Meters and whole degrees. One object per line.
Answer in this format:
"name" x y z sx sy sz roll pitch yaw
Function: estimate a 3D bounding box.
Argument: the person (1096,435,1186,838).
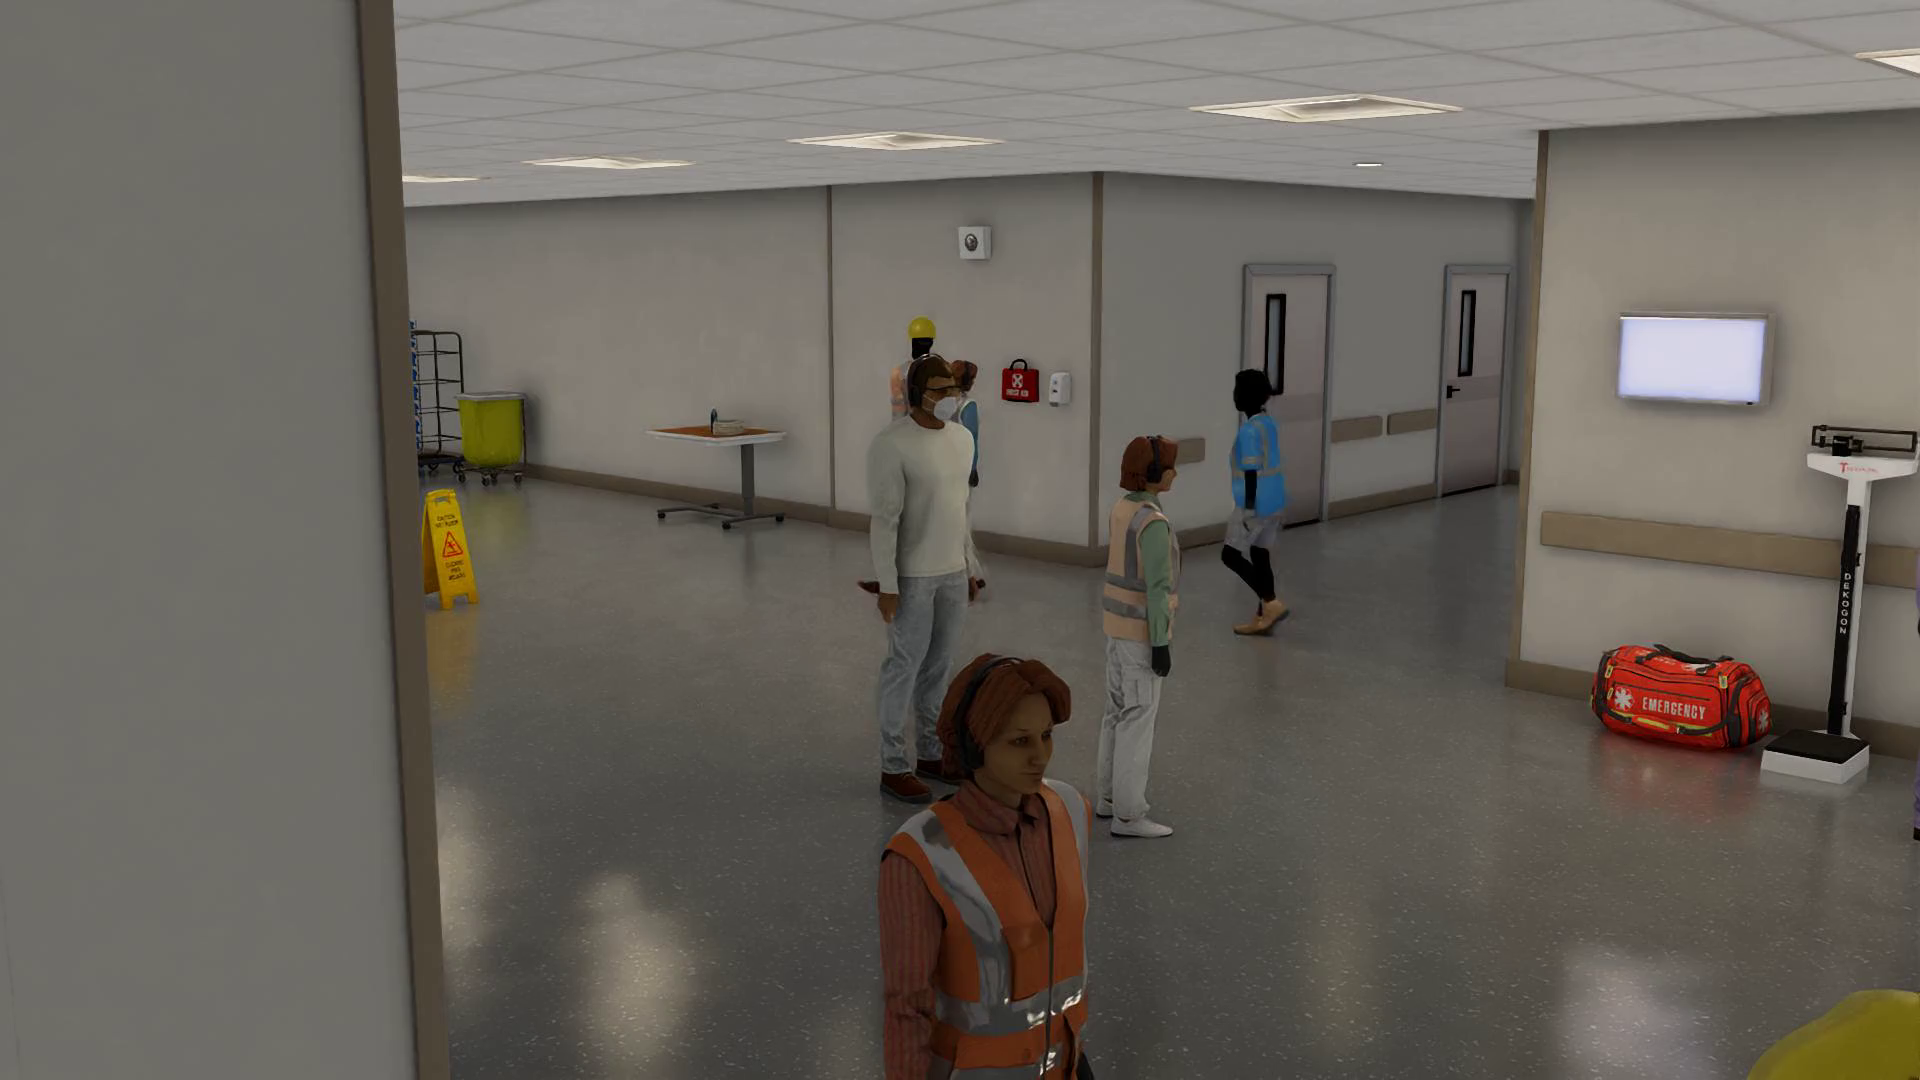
"person" 0.737 0.390 6.769 0.314 1.632 0.517 -2 9 -10

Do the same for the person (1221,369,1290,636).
"person" 1.832 -0.213 10.293 0.380 1.687 0.536 5 10 27

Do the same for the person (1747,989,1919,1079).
"person" 0.604 1.206 1.162 0.600 1.827 0.404 2 9 10

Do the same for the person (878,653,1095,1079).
"person" 0.058 1.004 2.985 0.310 1.638 0.523 8 12 42

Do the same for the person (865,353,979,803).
"person" -0.148 0.157 7.263 0.354 1.937 0.635 7 12 38

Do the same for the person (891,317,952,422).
"person" -0.284 -0.775 13.007 0.585 1.929 0.375 -5 10 -26

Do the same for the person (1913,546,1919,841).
"person" 4.076 0.302 6.501 0.399 1.904 0.651 -6 11 -31

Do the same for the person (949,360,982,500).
"person" -0.029 -0.524 12.397 0.323 1.630 0.503 -5 11 -28
